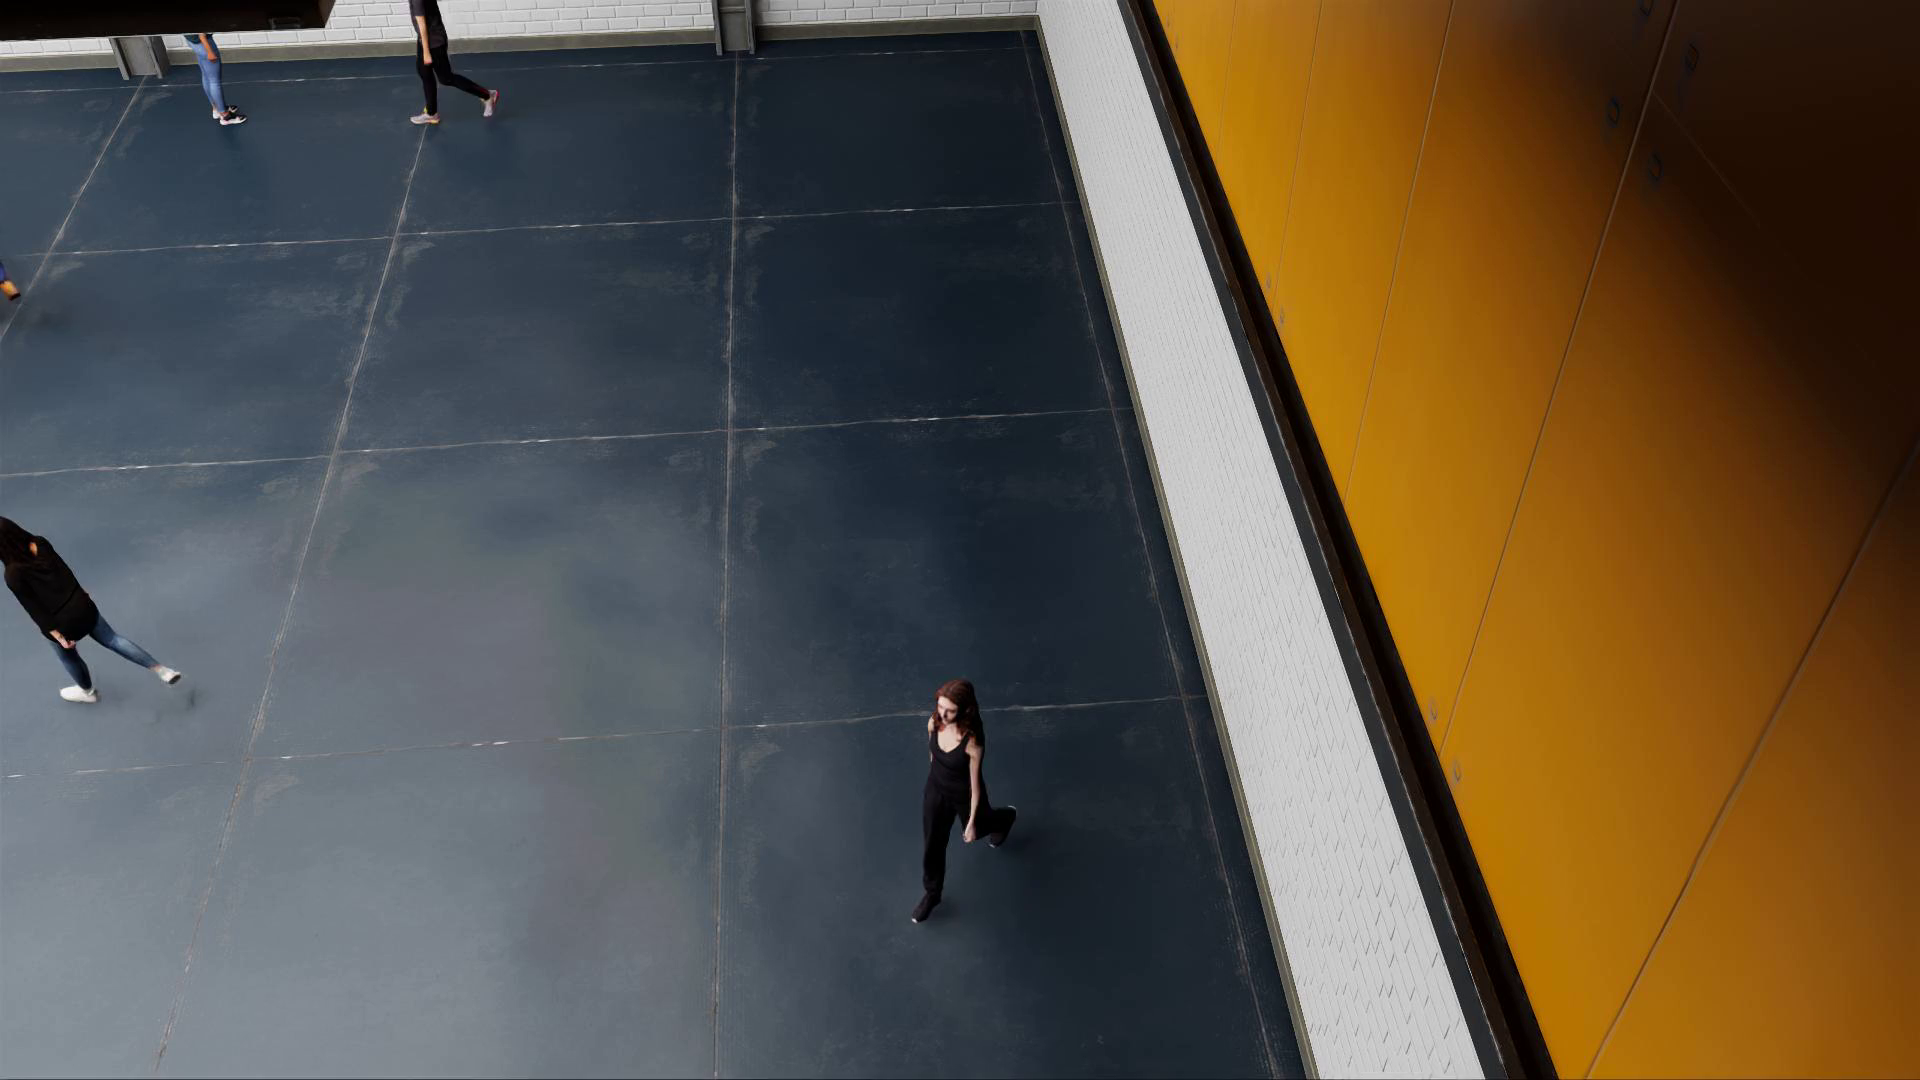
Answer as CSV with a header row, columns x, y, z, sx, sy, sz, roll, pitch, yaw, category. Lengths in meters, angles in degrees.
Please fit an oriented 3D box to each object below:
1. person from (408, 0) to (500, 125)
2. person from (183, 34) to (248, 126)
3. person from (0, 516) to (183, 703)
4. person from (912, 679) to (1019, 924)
x,y,z,sx,sy,sz,roll,pitch,yaw,category
-4.892,-4.717,15.676,1.158,1.737,0.810,-13,45,-13,person
-7.204,-4.733,15.780,0.746,1.617,0.708,-27,50,-26,person
-5.475,0.475,10.320,1.113,1.608,0.798,10,45,10,person
0.060,1.365,9.309,1.129,1.712,1.113,25,49,24,person
